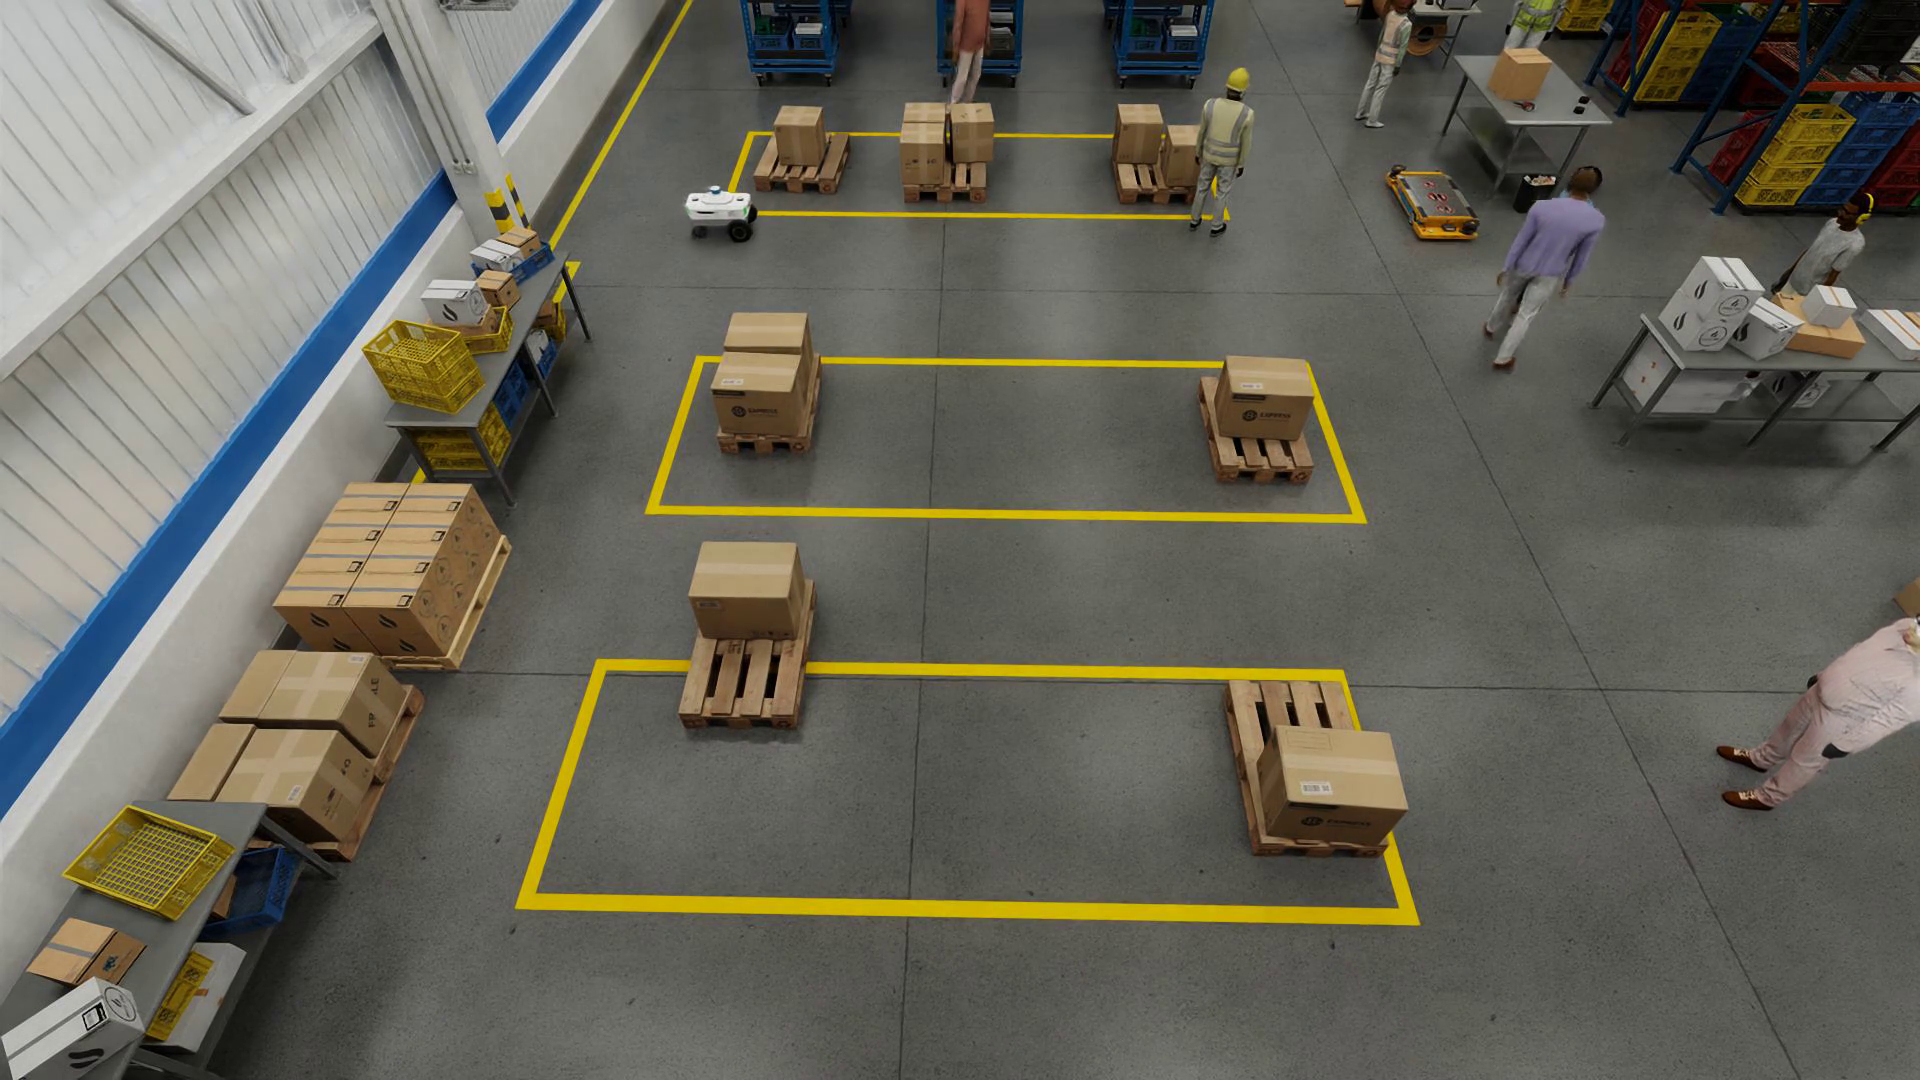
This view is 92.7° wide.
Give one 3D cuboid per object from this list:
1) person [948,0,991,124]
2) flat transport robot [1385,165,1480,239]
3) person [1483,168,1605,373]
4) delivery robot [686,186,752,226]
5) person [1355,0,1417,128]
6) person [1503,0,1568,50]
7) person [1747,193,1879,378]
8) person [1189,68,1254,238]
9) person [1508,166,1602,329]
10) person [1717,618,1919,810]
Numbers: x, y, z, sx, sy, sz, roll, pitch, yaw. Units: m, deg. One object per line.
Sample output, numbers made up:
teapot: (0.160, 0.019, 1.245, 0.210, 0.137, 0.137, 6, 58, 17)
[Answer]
person: (0.139, -6.506, 12.048, 0.388, 1.956, 0.709, 34, 57, 26)
flat transport robot: (5.692, -4.094, 11.059, 0.652, 0.197, 1.431, 1, 49, 1)
person: (5.482, -2.536, 8.670, 0.651, 1.877, 0.869, 23, 53, 19)
delivery robot: (-2.783, -3.846, 10.598, 0.707, 0.478, 0.477, 0, 49, 0)
person: (5.633, -6.316, 12.082, 0.307, 1.638, 0.521, -13, 50, -11)
person: (7.888, -7.112, 12.648, 0.631, 1.836, 0.429, 20, 52, 16)
person: (7.774, -2.329, 8.490, 0.319, 1.861, 0.515, 6, 49, 5)
person: (2.911, -4.285, 10.198, 0.603, 1.830, 0.404, 26, 54, 21)
person: (5.849, -2.871, 9.060, 0.317, 1.698, 0.540, -4, 49, -4)
person: (5.336, 1.014, 5.570, 0.403, 1.900, 0.641, 19, 52, 16)
